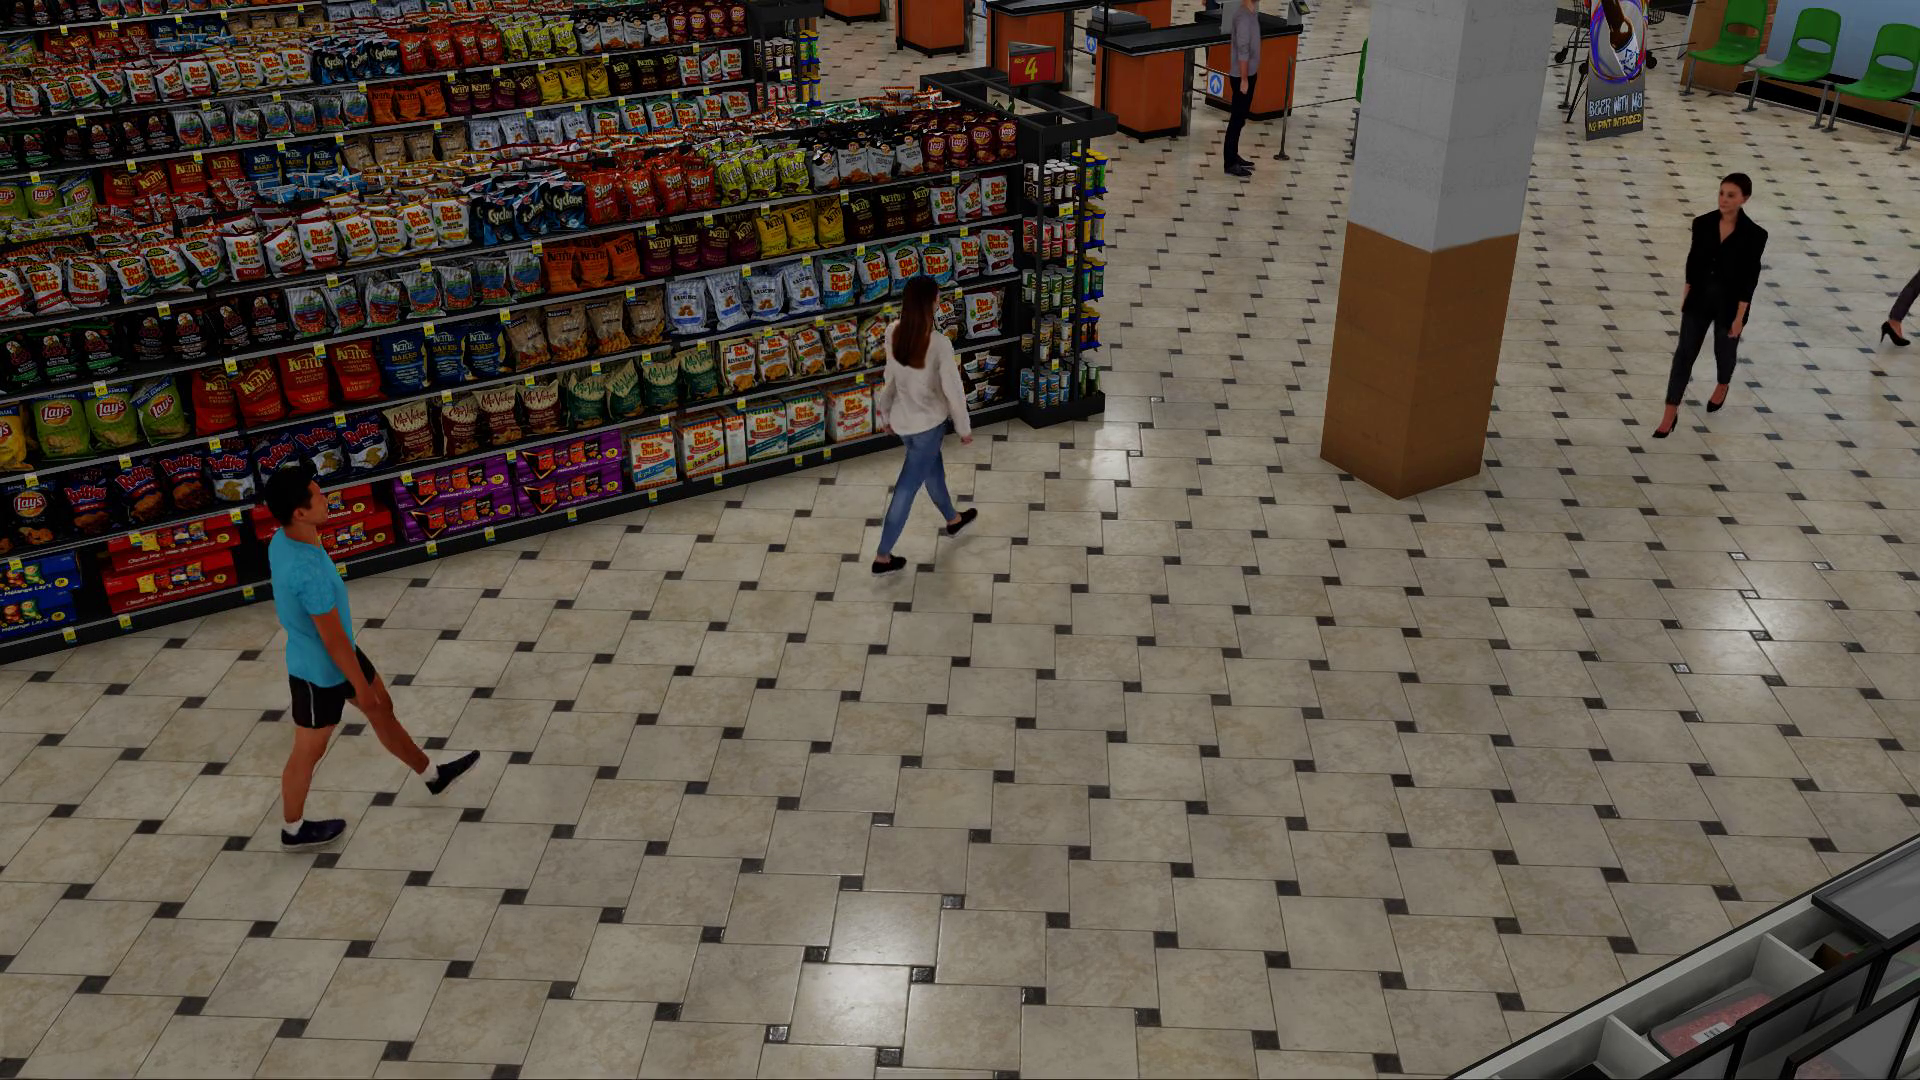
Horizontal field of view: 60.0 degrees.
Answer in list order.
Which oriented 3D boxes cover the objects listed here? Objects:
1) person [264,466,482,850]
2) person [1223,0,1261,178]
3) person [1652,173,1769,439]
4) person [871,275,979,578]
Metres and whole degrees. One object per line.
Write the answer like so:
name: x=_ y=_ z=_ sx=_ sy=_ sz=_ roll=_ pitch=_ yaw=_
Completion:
person: x=-2.688 y=0.548 z=6.788 sx=1.118 sy=1.736 sz=0.710 roll=-13 pitch=31 yaw=-22
person: x=2.680 y=-4.412 z=15.762 sx=0.780 sy=1.842 sz=0.726 roll=7 pitch=29 yaw=12
person: x=4.860 y=-1.487 z=10.583 sx=1.177 sy=1.670 sz=0.849 roll=-25 pitch=37 yaw=-38
person: x=-0.261 y=-0.555 z=8.907 sx=0.878 sy=1.640 sz=1.200 roll=23 pitch=36 yaw=36
